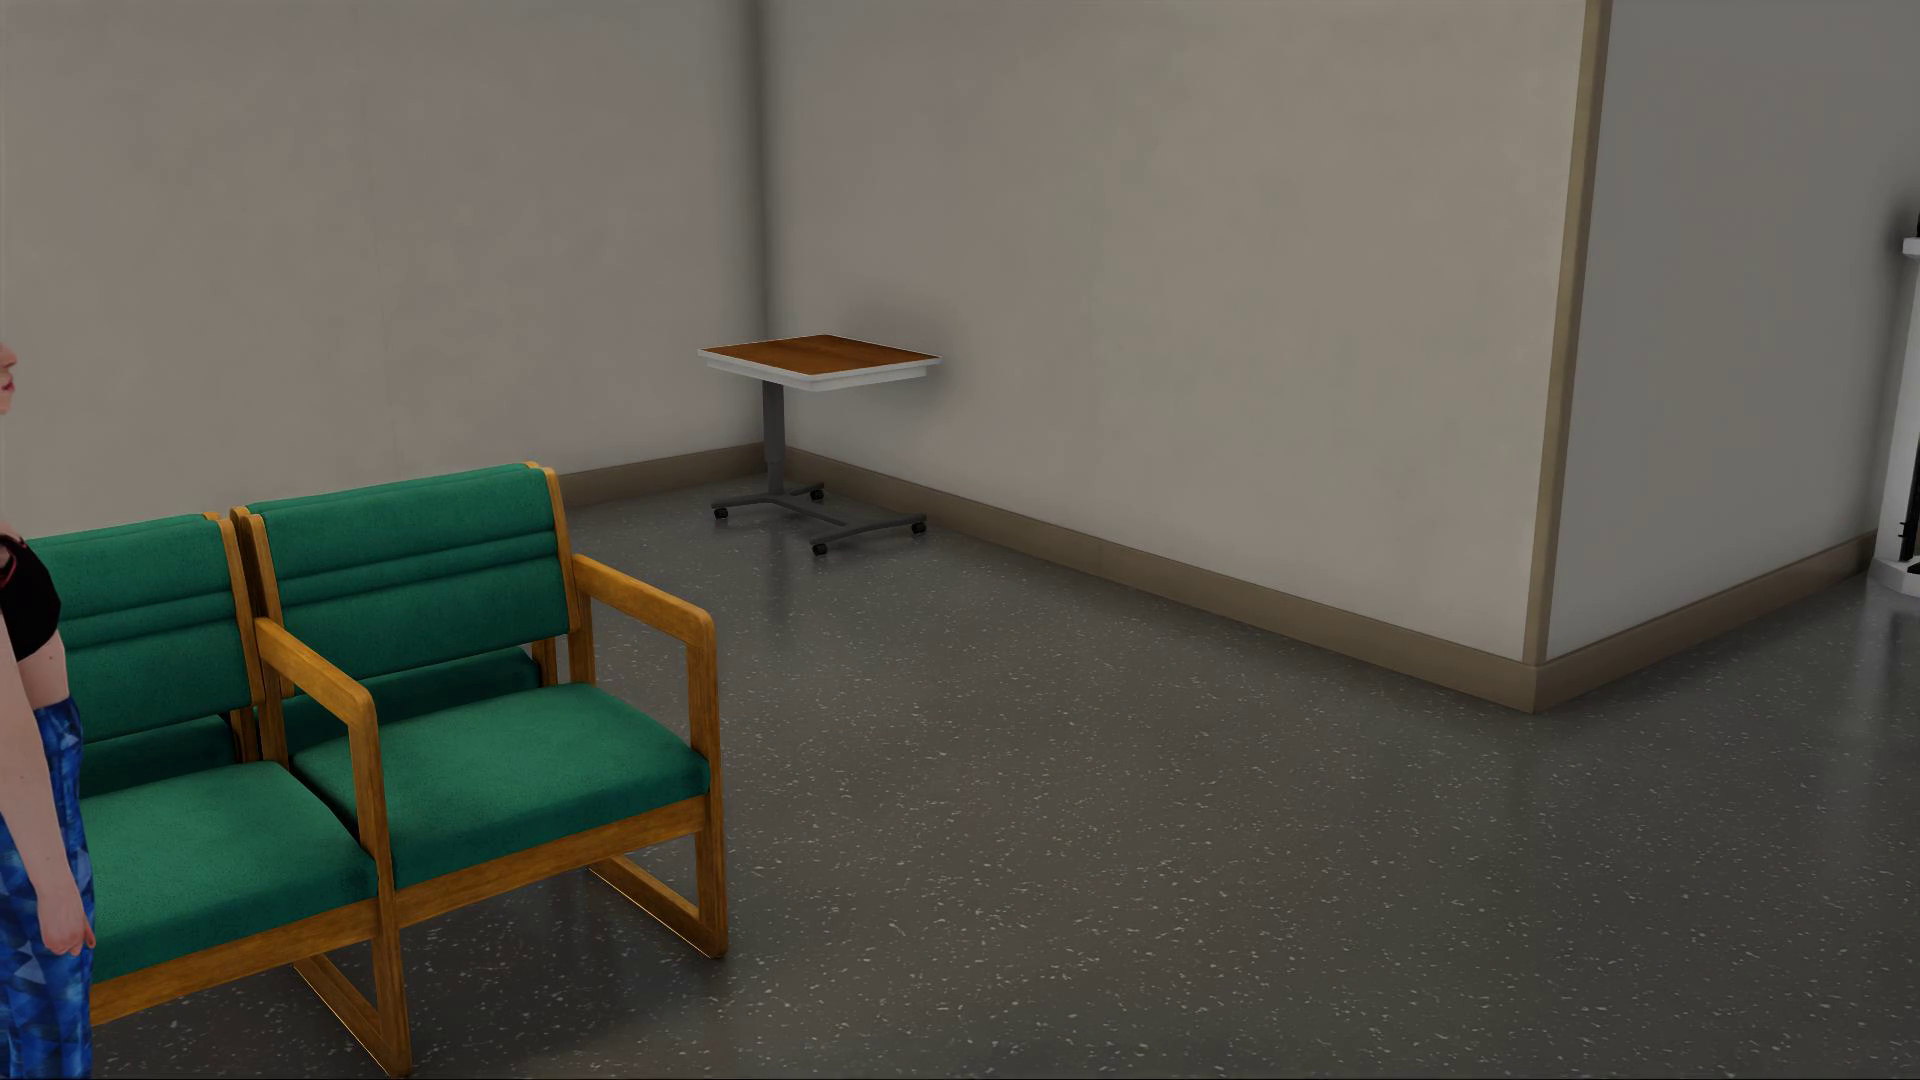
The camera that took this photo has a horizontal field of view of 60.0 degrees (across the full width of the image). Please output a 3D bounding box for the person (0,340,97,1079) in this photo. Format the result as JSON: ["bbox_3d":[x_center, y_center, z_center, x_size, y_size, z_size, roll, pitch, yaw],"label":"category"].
[{"bbox_3d":[-1.449,0.470,2.534,0.626,1.785,0.510,-14,21,-40],"label":"person"}]
